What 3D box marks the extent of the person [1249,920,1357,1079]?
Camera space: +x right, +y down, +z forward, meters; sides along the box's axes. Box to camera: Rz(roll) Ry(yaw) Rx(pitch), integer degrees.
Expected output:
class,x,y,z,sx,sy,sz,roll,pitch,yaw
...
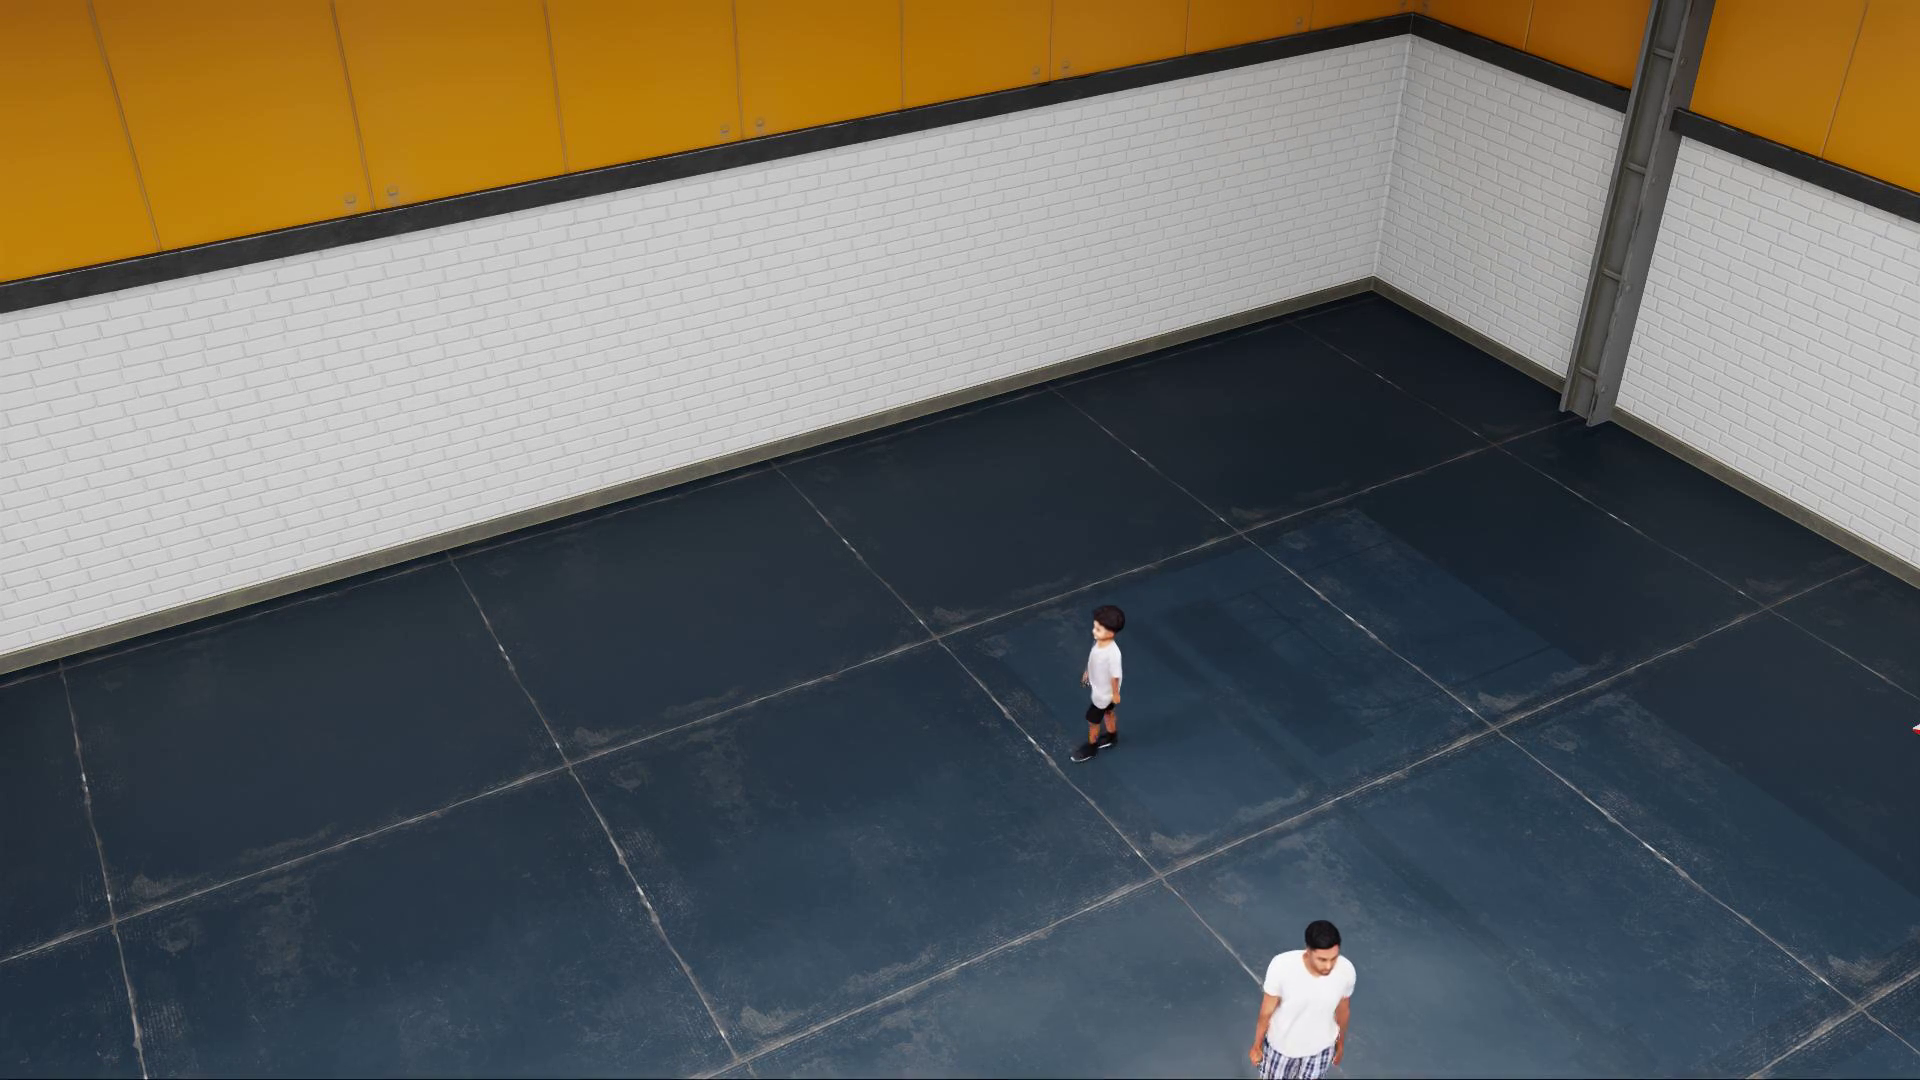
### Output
class,x,y,z,sx,sy,sz,roll,pitch,yaw
person,1.777,2.580,8.788,0.824,1.723,0.900,-2,34,-3

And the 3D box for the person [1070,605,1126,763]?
class,x,y,z,sx,sy,sz,roll,pitch,yaw
person,1.069,0.975,11.633,0.617,1.247,0.604,-10,35,-15
